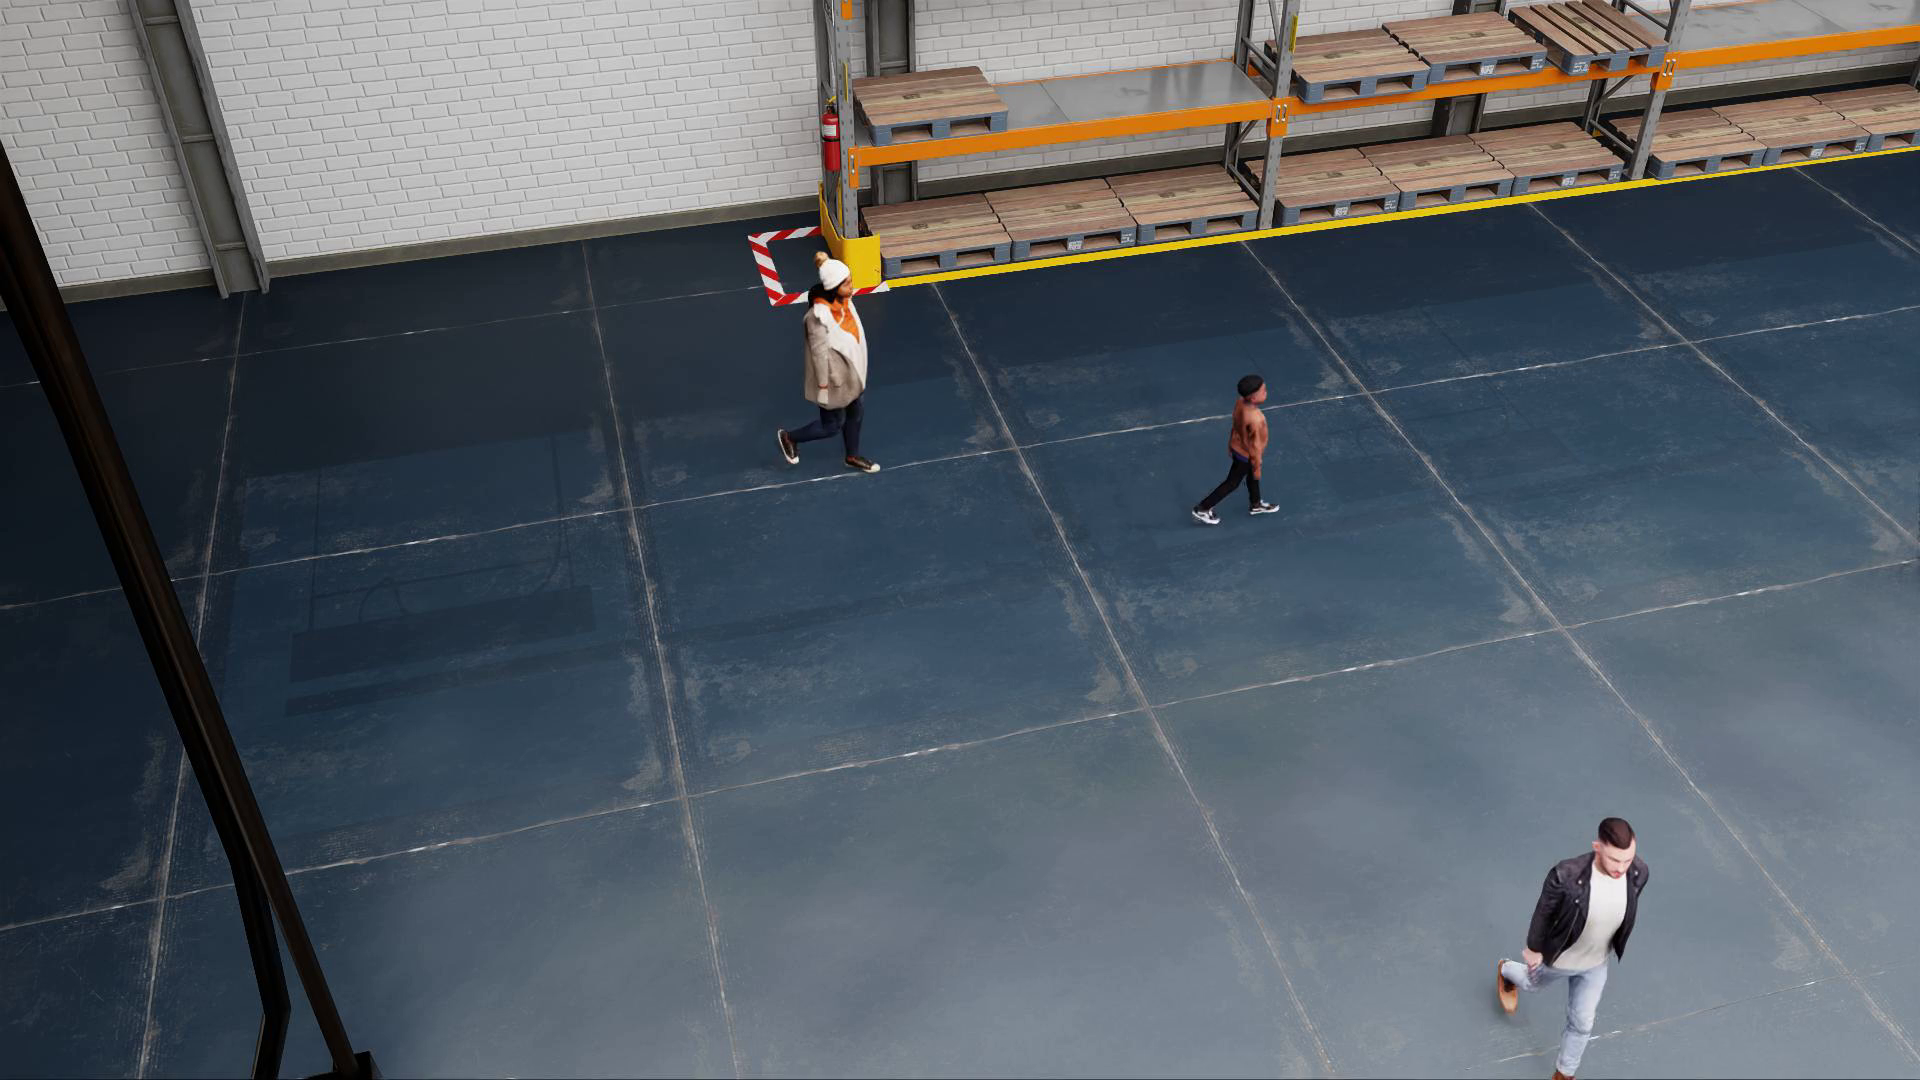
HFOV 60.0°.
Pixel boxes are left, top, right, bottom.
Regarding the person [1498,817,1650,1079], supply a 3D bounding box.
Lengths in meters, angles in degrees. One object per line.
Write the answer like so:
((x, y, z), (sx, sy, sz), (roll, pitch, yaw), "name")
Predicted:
((2.995, 1.952, 8.216), (1.128, 1.814, 0.876), (-2, 39, -3), "person")

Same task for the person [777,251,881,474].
((-1.000, -1.270, 12.205), (1.125, 1.871, 1.009), (12, 40, 15), "person")

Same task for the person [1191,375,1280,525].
((1.974, -0.627, 11.909), (0.920, 1.236, 0.597), (-5, 39, -6), "person")
